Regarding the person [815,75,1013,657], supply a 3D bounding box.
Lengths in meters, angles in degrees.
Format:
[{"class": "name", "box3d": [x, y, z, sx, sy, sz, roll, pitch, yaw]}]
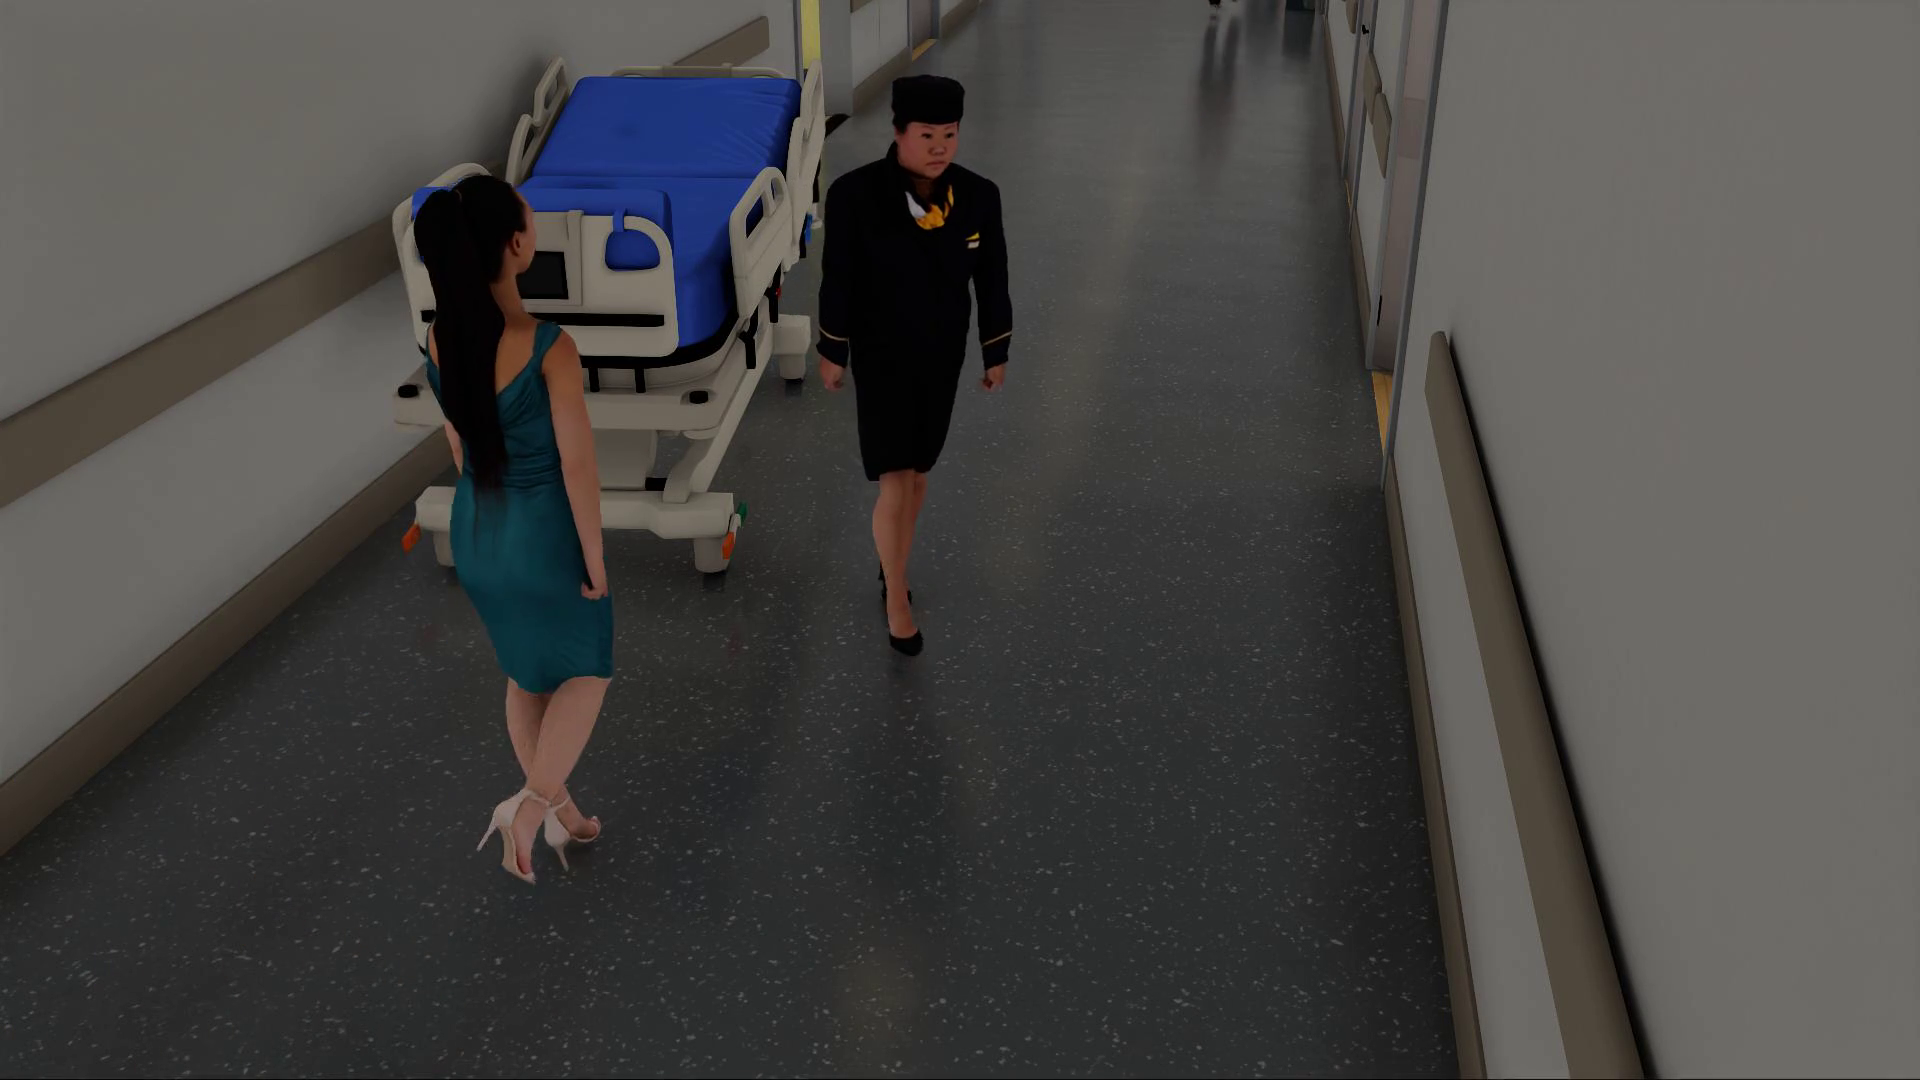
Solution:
[{"class": "person", "box3d": [-0.164, -0.544, 4.928, 0.921, 1.652, 0.965, -7, 27, -14]}]

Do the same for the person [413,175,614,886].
[{"class": "person", "box3d": [-0.994, 0.068, 3.631, 0.700, 1.675, 0.653, 8, 27, 17]}]
